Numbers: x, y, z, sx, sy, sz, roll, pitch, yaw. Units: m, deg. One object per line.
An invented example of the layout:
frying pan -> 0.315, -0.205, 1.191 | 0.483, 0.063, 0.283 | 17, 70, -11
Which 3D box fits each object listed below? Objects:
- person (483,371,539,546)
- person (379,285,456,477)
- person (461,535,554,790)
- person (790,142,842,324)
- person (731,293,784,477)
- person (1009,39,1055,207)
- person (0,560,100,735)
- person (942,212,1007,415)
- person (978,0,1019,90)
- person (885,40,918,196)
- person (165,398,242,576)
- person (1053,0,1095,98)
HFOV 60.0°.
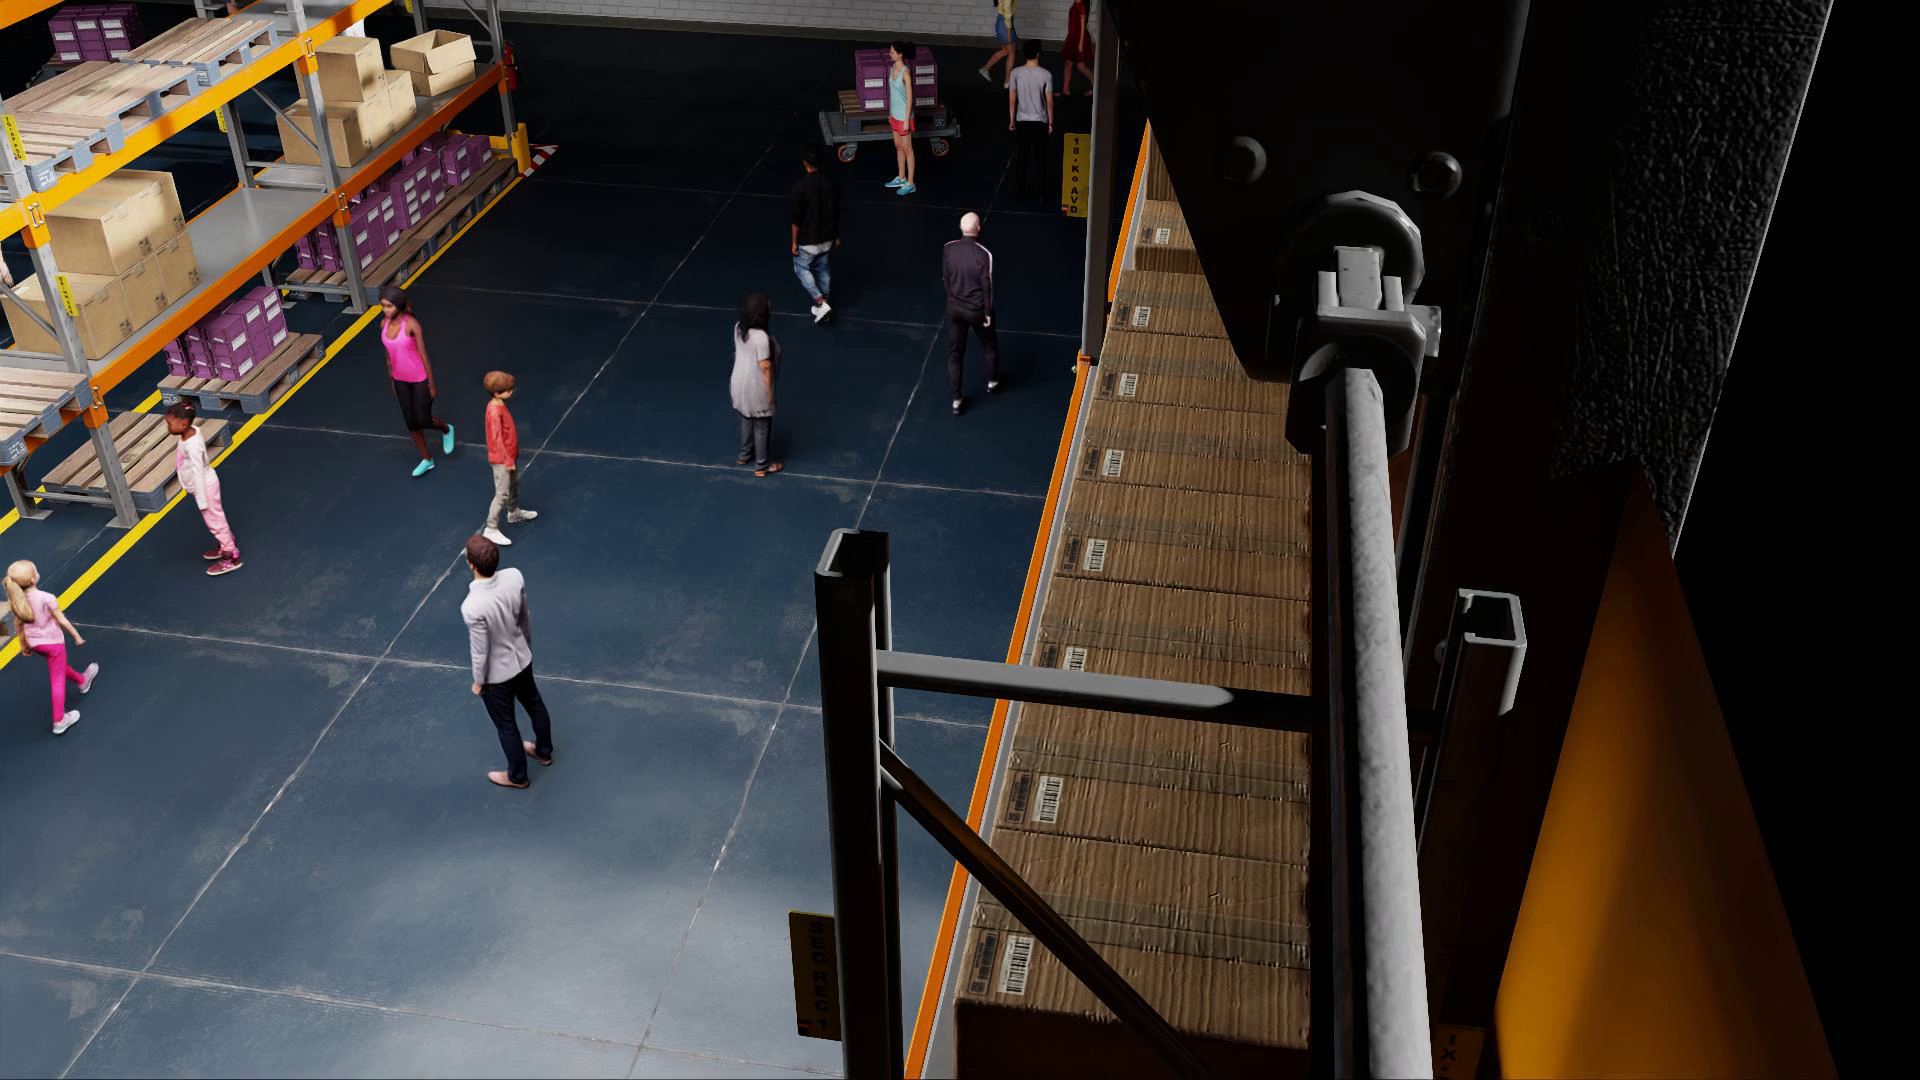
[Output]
person -> -3.596, -0.682, 13.060 | 0.829, 1.409, 0.689 | -4, 34, -6
person -> -4.484, -1.354, 13.799 | 0.639, 1.711, 0.781 | 11, 35, 17
person -> -2.873, 0.763, 10.485 | 0.808, 1.853, 0.636 | 17, 37, 24
person -> -1.354, -2.906, 16.057 | 0.898, 1.795, 0.958 | -20, 39, -28
person -> -1.721, -1.303, 13.822 | 0.844, 1.600, 0.788 | -25, 41, -33
person -> 0.801, -4.674, 18.656 | 0.681, 1.864, 0.582 | 9, 35, 13
person -> -6.119, 0.723, 11.093 | 0.515, 1.246, 0.856 | 4, 34, 6
person -> 0.029, -1.943, 14.601 | 0.801, 1.804, 1.041 | 13, 36, 18
person -> 0.525, -6.777, 22.040 | 0.871, 1.620, 0.877 | -7, 34, -11
person -> -0.665, -4.832, 18.983 | 0.732, 1.764, 0.651 | -15, 37, -22
person -> -5.755, -0.432, 12.649 | 0.678, 1.448, 0.596 | -16, 37, -23
person -> 1.605, -6.566, 21.795 | 0.853, 1.539, 0.908 | -10, 35, -15
